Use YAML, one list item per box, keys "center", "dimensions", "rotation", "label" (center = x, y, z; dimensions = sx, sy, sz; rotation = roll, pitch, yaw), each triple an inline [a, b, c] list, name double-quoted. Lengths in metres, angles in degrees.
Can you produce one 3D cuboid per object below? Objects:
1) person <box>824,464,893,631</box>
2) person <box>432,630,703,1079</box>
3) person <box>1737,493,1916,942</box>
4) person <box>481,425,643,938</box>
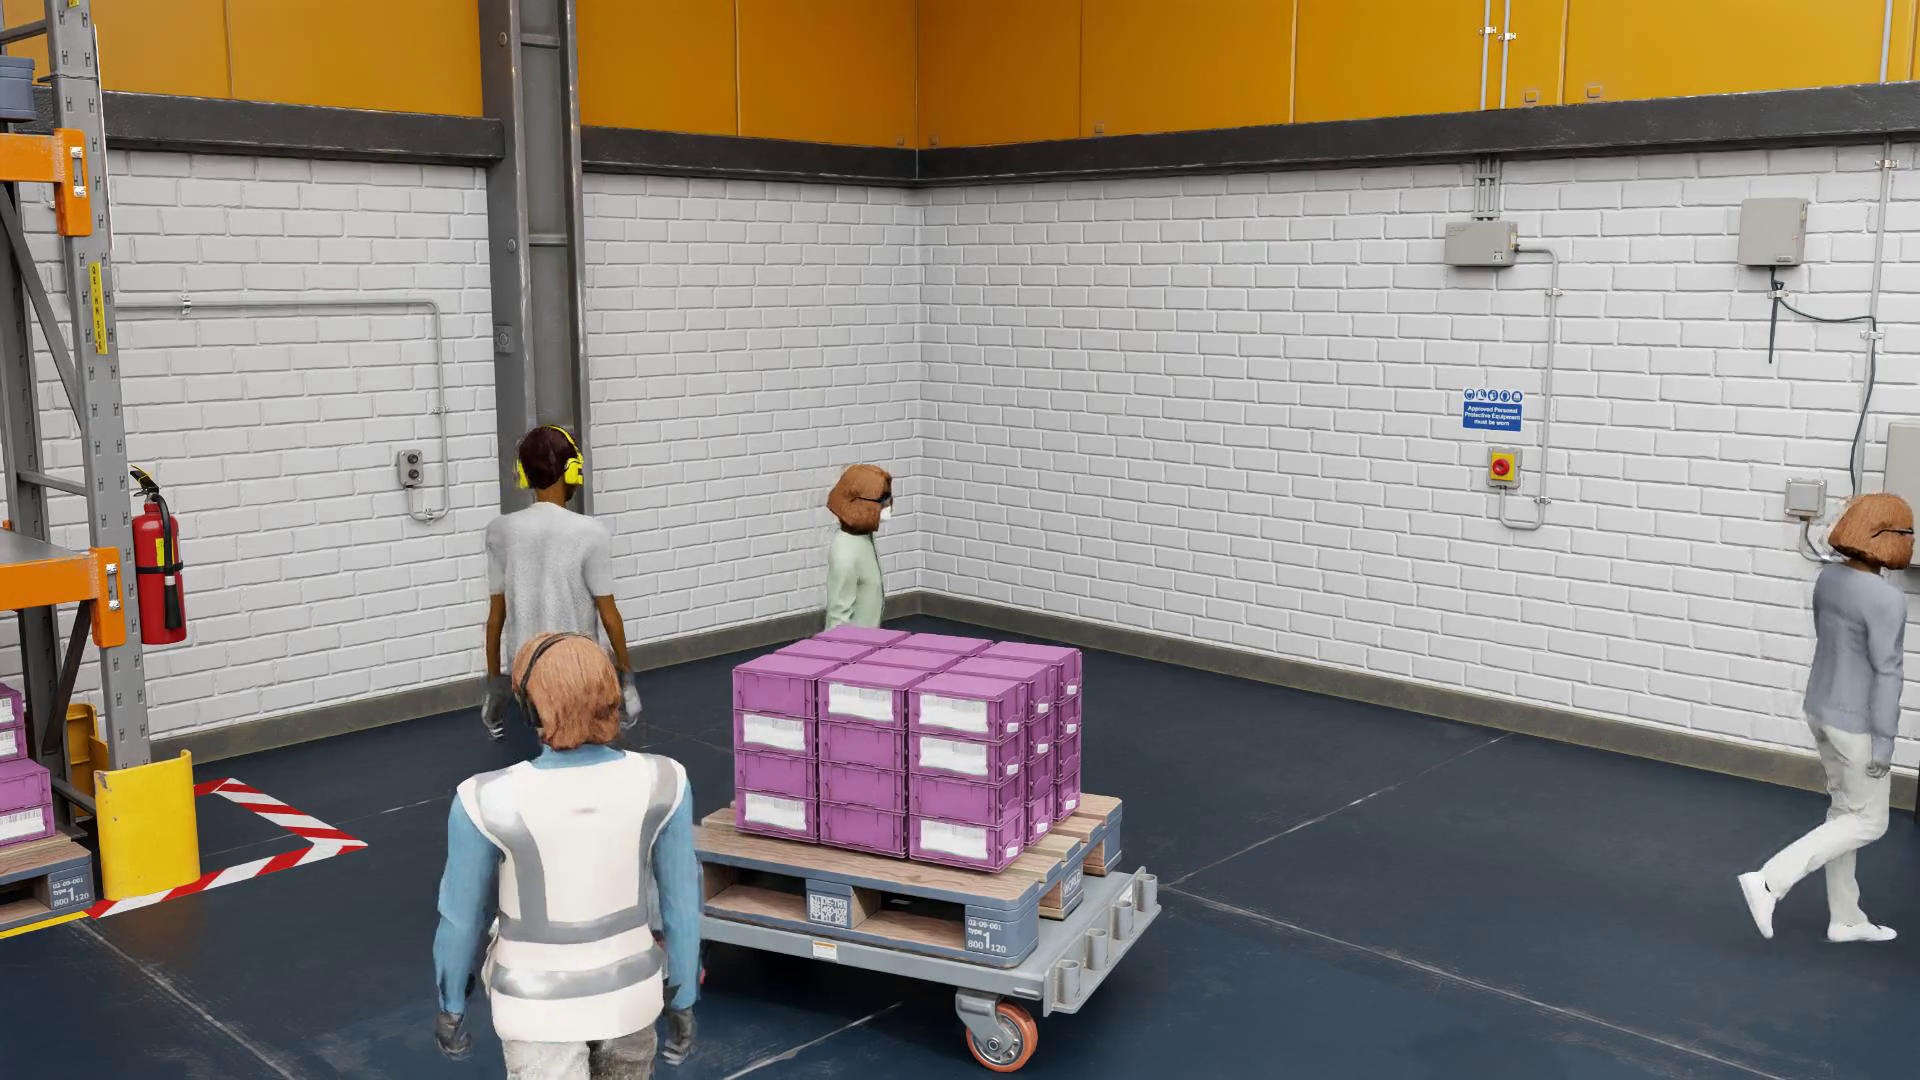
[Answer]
- center: [-0.499, 0.475, 6.720]
  dimensions: [0.640, 1.602, 0.525]
  rotation: [0, 9, 2]
  label: "person"
- center: [-0.845, 0.986, 3.547]
  dimensions: [0.523, 1.619, 0.561]
  rotation: [-6, 11, -32]
  label: "person"
- center: [3.005, 0.636, 5.732]
  dimensions: [0.577, 1.613, 0.498]
  rotation: [0, 9, -1]
  label: "person"
- center: [-1.444, 0.515, 5.853]
  dimensions: [0.545, 1.829, 0.918]
  rotation: [3, 10, 20]
  label: "person"
